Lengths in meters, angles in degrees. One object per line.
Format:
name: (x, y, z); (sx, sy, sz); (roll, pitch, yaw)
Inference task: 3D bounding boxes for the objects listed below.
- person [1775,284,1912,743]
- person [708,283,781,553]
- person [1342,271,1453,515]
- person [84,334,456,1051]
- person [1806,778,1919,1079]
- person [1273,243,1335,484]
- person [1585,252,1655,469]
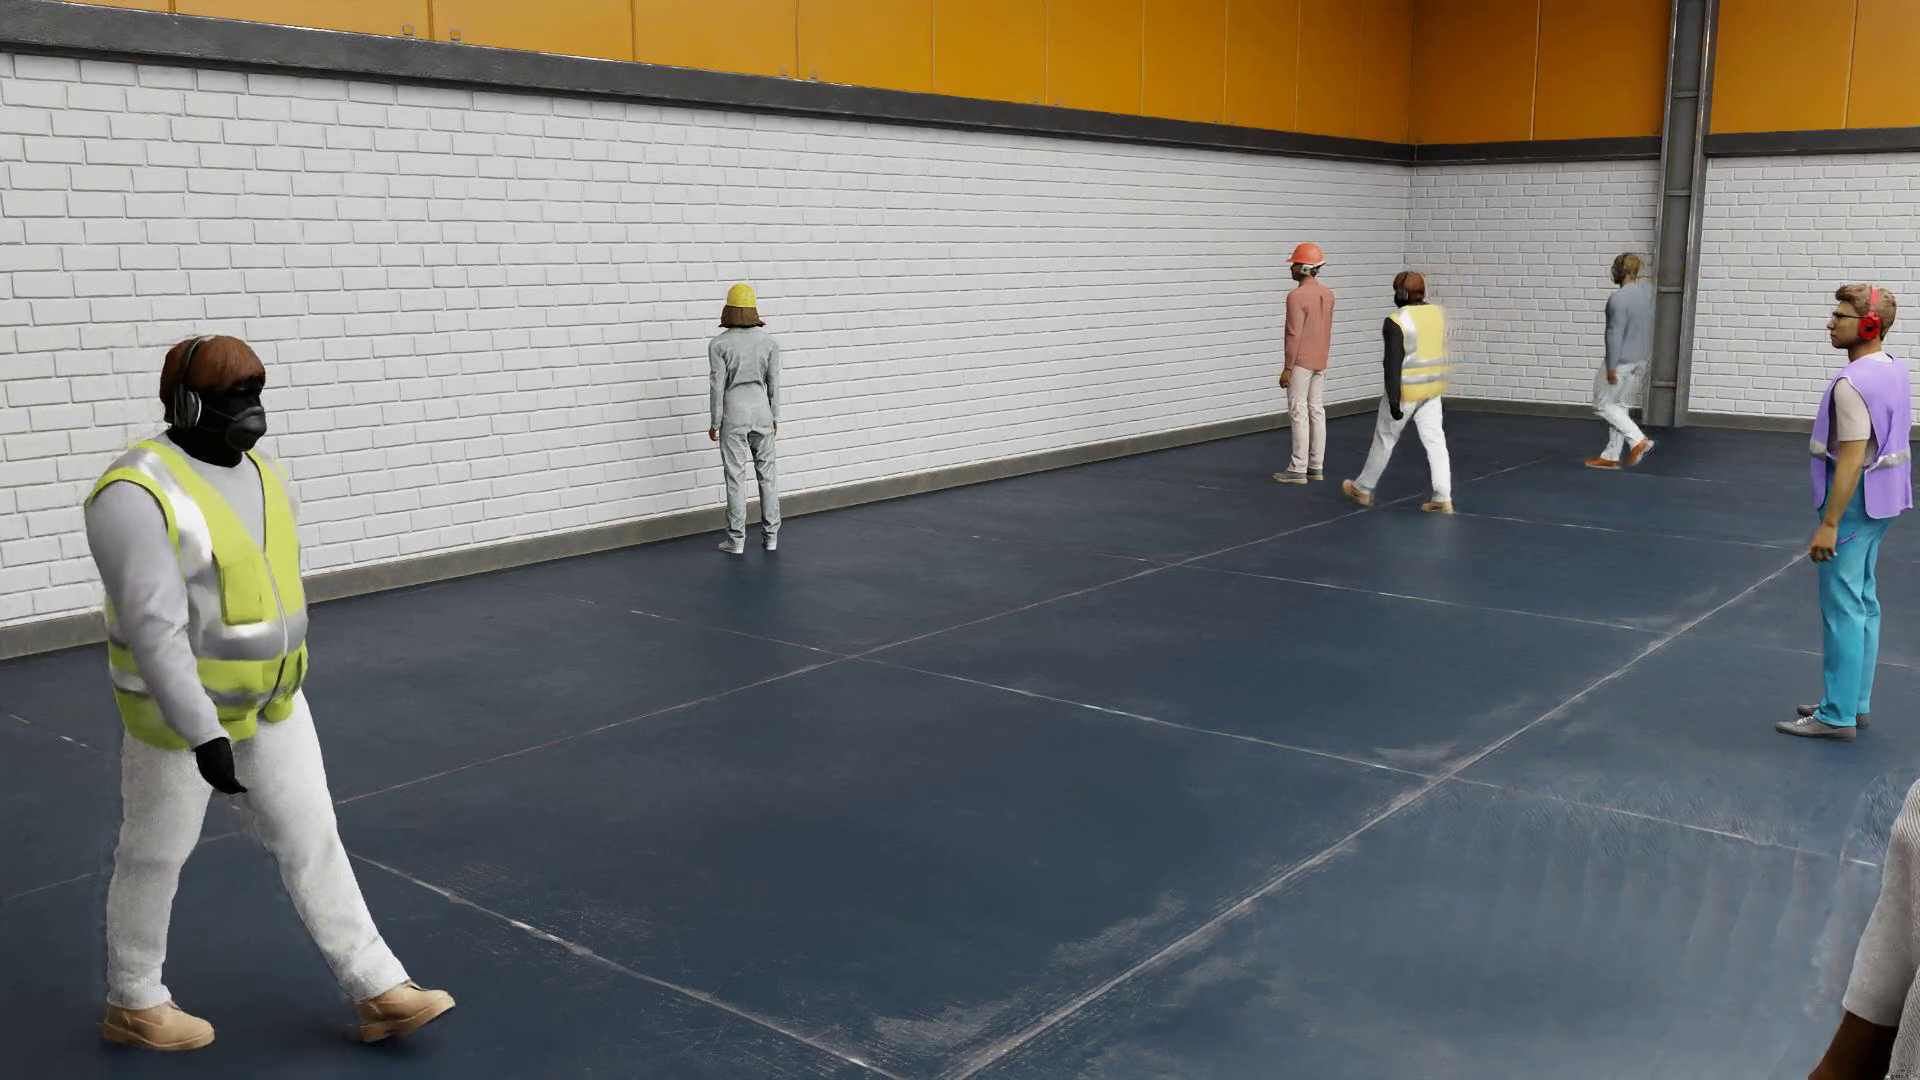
person: (3.620, -0.103, 6.732); (0.383, 1.847, 0.570); (9, 14, 41)
person: (-1.402, -0.785, 10.802); (0.484, 1.744, 0.296); (-5, 12, -27)
person: (3.349, -1.106, 12.465); (0.641, 1.788, 0.974); (-5, 12, -27)
person: (-1.759, 0.409, 4.040); (0.938, 1.796, 0.634); (3, 11, 18)
person: (1.027, 0.847, 1.555); (0.876, 1.818, 0.540); (-2, 10, -12)
person: (2.880, -1.472, 13.904); (0.374, 1.995, 0.622); (10, 14, 43)
person: (5.816, -1.548, 14.544); (0.632, 1.928, 0.536); (-10, 14, -42)
